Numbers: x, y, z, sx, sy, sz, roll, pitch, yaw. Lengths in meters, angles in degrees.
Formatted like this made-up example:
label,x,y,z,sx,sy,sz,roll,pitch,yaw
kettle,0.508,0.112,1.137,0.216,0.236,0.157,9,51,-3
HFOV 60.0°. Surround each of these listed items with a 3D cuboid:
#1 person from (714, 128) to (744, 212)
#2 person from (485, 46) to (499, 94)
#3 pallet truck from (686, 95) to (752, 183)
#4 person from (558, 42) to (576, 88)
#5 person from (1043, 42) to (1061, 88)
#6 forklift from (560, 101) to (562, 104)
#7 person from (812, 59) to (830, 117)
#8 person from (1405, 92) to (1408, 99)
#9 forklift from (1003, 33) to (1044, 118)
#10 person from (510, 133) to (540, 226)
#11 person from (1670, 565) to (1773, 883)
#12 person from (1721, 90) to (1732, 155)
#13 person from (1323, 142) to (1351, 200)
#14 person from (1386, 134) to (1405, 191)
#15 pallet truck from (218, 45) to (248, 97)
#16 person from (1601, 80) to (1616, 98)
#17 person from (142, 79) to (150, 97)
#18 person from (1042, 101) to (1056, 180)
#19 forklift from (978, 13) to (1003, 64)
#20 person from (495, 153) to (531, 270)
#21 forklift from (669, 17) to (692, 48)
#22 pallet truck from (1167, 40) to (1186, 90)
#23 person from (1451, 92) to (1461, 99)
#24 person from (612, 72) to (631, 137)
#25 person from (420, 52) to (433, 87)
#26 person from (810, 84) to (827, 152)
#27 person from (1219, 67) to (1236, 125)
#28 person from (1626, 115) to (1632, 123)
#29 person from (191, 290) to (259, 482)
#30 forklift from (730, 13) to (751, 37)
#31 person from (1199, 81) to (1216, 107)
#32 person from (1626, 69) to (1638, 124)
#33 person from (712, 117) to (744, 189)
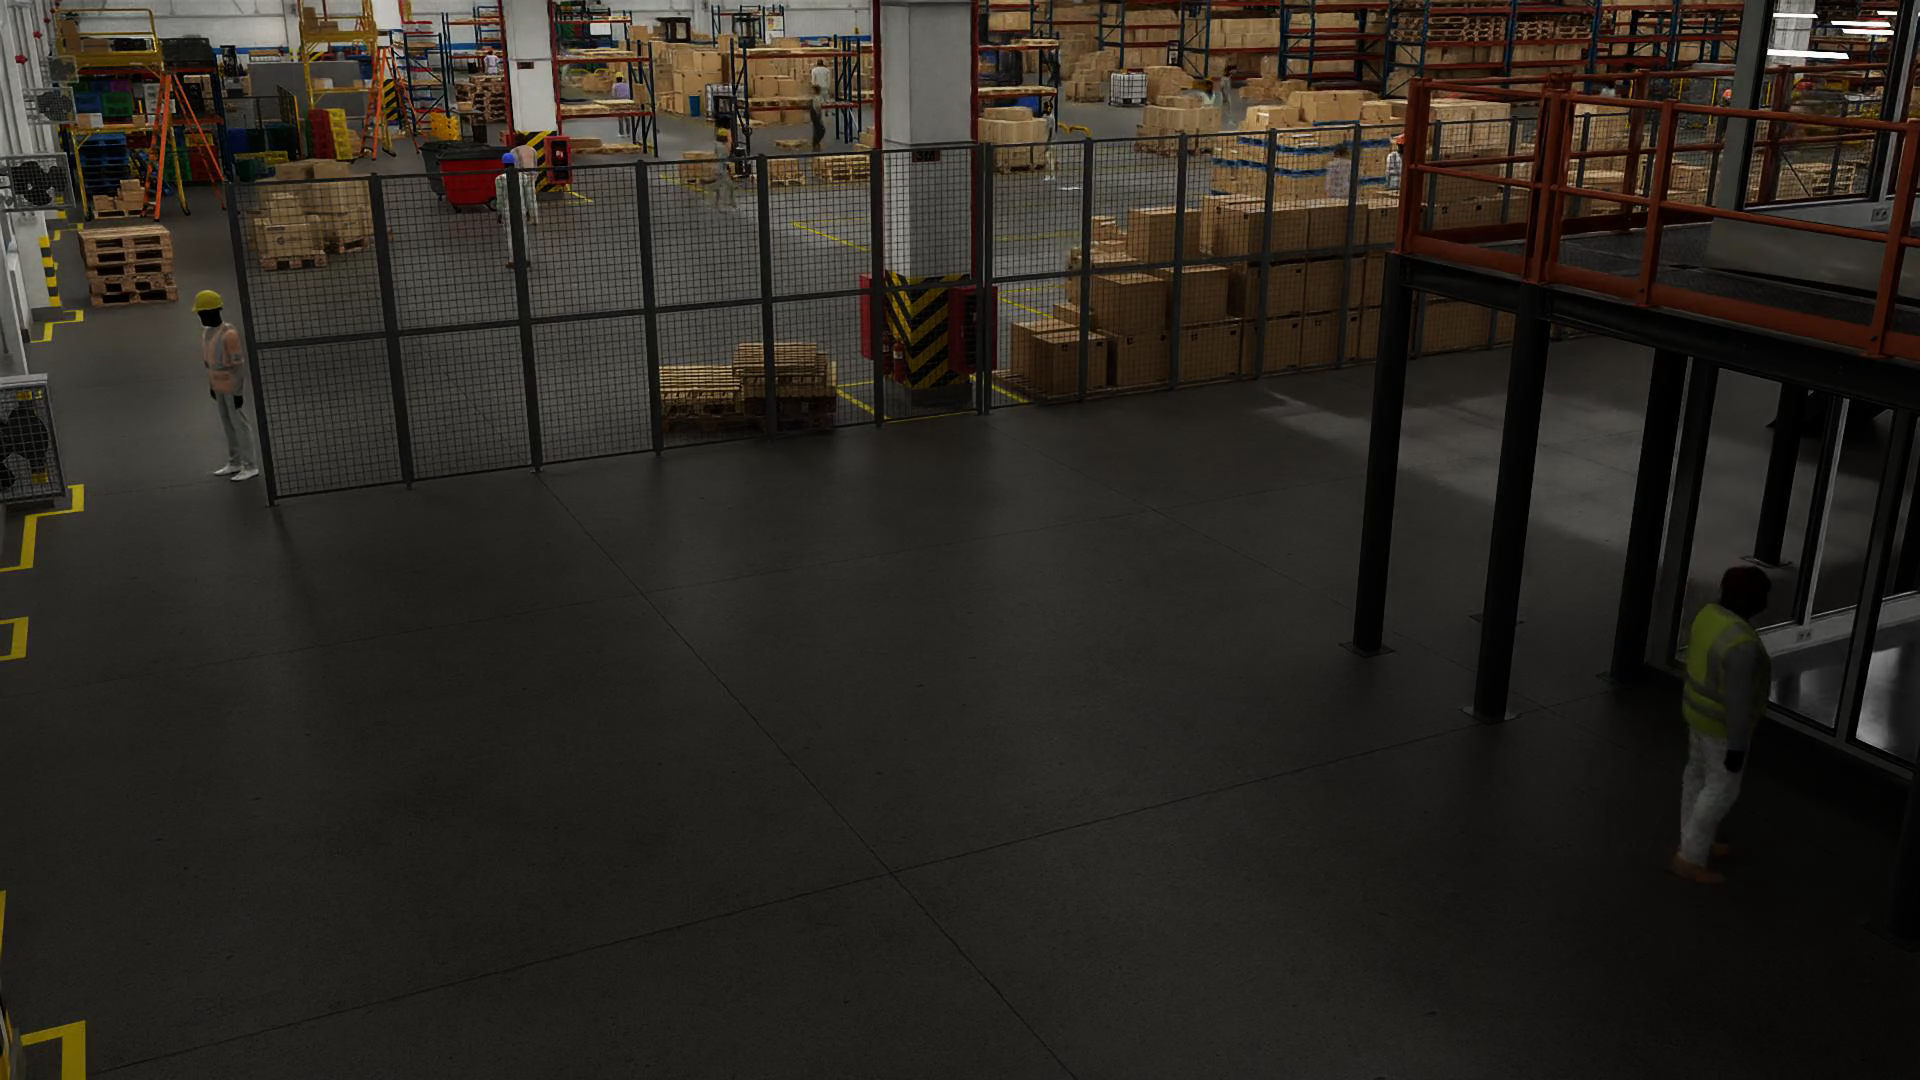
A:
label,x,y,z,sx,sy,sz,roll,pitch,yaw
person,-4.875,-7.766,34.921,0.738,1.713,0.512,-6,20,-17
person,-18.464,-18.470,65.633,0.543,1.939,0.360,-12,22,-30
pallet truck,-5.836,-9.608,39.856,0.823,1.965,1.885,10,22,27
person,-16.778,-20.231,70.842,0.630,1.890,1.015,13,23,34
person,3.933,-20.258,70.910,1.018,1.869,0.609,11,22,29
forklift,-15.939,-17.585,61.645,1.873,2.768,1.129,-9,21,-25
person,-4.765,-15.501,57.027,0.629,1.940,0.373,-4,19,-12
person,12.746,-11.946,46.568,0.700,2.000,0.993,1,19,3
forklift,1.778,-15.484,55.556,1.873,2.768,1.129,-9,21,-25
person,-8.608,-7.099,32.846,0.429,1.833,0.627,14,23,34
person,4.271,1.012,9.320,0.429,1.847,0.628,1,19,3
person,19.325,-10.352,42.014,0.397,1.992,0.623,11,22,30
person,6.775,-6.222,30.150,0.665,1.924,0.492,-13,23,-33
person,8.345,-6.735,31.619,0.552,1.935,0.374,-9,21,-24
pallet truck,-28.879,-18.665,66.111,0.823,1.965,1.885,-3,19,-9
person,18.924,-12.553,48.567,0.597,1.886,1.036,-9,21,-23
person,-25.070,-13.435,51.504,0.515,1.634,0.314,9,21,25
person,2.143,-9.615,40.072,0.326,1.872,0.534,0,19,0
forklift,1.087,-23.534,78.892,1.873,2.768,1.129,7,20,18
person,-7.597,-5.589,28.280,0.615,1.945,0.404,-16,25,-39
forklift,-12.147,-21.397,72.696,1.129,2.768,1.873,-16,25,-39
pallet truck,9.045,-19.971,69.895,0.823,1.965,1.885,-3,19,-8
person,12.549,-10.366,42.179,0.562,1.899,0.855,-9,21,-23
person,-10.223,-13.145,50.220,0.590,1.923,0.383,-14,24,-35
person,-20.257,-17.557,63.091,0.604,1.864,0.612,11,22,30
person,-3.945,-11.704,46.184,0.445,1.828,0.556,-9,21,-25
person,8.630,-14.526,54.366,0.916,1.842,0.528,16,25,39
person,22.210,-14.495,54.516,0.832,1.656,0.550,-12,23,-32
person,-7.328,-1.539,16.575,0.590,1.923,0.383,16,25,39
forklift,-10.472,-23.840,79.777,1.129,2.768,1.873,-9,21,-25
person,6.982,-11.967,46.894,0.599,1.867,1.012,-11,22,-30
person,22.125,-14.548,54.550,0.358,1.759,0.525,2,19,6
person,-5.404,-8.935,38.415,0.905,1.640,0.546,8,21,22
